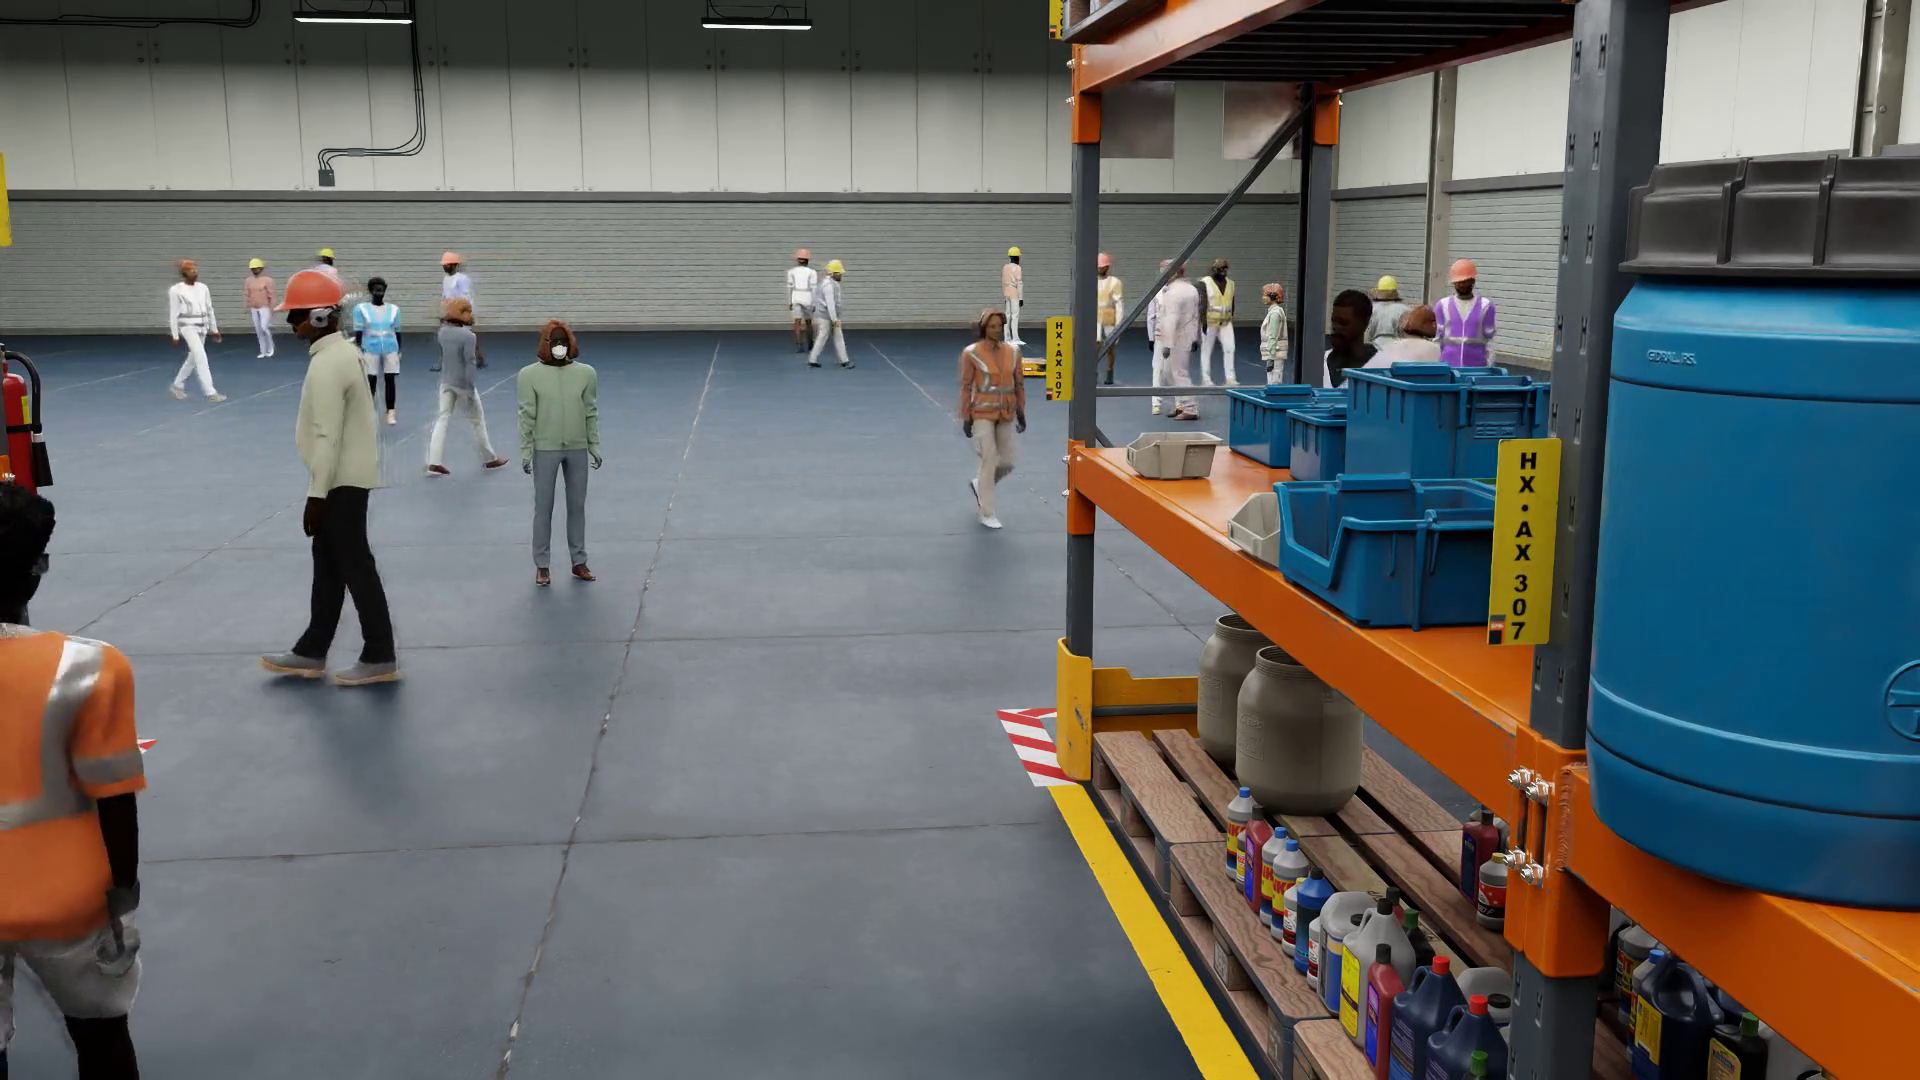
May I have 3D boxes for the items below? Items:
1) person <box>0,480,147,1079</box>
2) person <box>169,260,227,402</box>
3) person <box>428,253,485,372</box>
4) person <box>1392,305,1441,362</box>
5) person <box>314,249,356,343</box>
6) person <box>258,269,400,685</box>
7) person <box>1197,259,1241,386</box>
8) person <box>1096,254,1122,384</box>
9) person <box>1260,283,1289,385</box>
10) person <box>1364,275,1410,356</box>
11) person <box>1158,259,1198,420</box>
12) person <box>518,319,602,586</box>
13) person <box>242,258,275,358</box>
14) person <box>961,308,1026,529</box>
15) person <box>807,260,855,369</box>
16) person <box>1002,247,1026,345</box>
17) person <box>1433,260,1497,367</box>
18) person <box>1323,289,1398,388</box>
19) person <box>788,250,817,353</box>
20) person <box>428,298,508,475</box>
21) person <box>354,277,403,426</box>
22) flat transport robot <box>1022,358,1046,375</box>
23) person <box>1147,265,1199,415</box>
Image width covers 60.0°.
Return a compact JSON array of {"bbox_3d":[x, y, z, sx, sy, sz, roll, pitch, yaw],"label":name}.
[{"bbox_3d":[-1.901,0.702,3.377,0.539,1.655,0.819,-3,11,-17],"label":"person"},{"bbox_3d":[-10.000,-2.716,21.626,0.972,1.849,0.576,3,11,18],"label":"person"},{"bbox_3d":[-8.059,-3.635,26.553,1.019,1.886,0.558,-10,14,-43],"label":"person"},{"bbox_3d":[3.531,-0.981,12.692,0.584,1.610,0.530,-6,12,-28],"label":"person"},{"bbox_3d":[-12.373,-4.771,32.737,0.605,1.879,0.944,4,11,21],"label":"person"},{"bbox_3d":[-3.017,-0.271,7.854,0.587,1.991,0.637,-3,11,-16],"label":"person"},{"bbox_3d":[3.667,-3.039,23.466,0.632,1.815,0.790,-4,11,-20],"label":"person"},{"bbox_3d":[2.044,-3.137,23.805,0.567,1.888,0.989,3,11,17],"label":"person"},{"bbox_3d":[3.387,-1.947,17.971,0.311,1.635,0.513,2,11,10],"label":"person"},{"bbox_3d":[4.551,-1.972,17.840,0.496,1.722,0.572,5,11,24],"label":"person"},{"bbox_3d":[2.541,-2.307,19.298,0.538,1.867,0.664,2,10,10],"label":"person"},{"bbox_3d":[-2.460,-0.541,10.254,0.507,1.631,0.265,-6,12,-30],"label":"person"},{"bbox_3d":[-12.346,-4.072,29.279,0.532,1.755,0.383,2,11,13],"label":"person"},{"bbox_3d":[0.210,-0.915,12.329,0.527,1.621,0.539,-6,12,-30],"label":"person"},{"bbox_3d":[-2.114,-3.638,26.894,0.784,1.774,0.611,3,11,14],"label":"person"},{"bbox_3d":[1.066,-4.836,32.988,0.356,1.930,0.592,-7,12,-33],"label":"person"},{"bbox_3d":[4.645,-1.600,15.328,0.596,1.921,0.460,4,11,20],"label":"person"},{"bbox_3d":[2.013,-0.353,8.585,1.022,1.874,0.600,-7,12,-33],"label":"person"},{"bbox_3d":[-2.919,-4.441,30.961,0.558,1.885,0.989,1,10,5],"label":"person"},{"bbox_3d":[-4.513,-1.387,15.014,0.514,1.583,0.856,6,12,29],"label":"person"},{"bbox_3d":[-6.612,-2.154,18.934,0.546,1.685,0.542,-6,12,-30],"label":"person"},{"bbox_3d":[1.008,-2.694,25.795,0.652,0.197,1.431,0,10,-1],"label":"flat transport robot"},{"bbox_3d":[2.561,-2.420,19.999,0.622,1.840,0.430,0,10,0],"label":"person"}]
